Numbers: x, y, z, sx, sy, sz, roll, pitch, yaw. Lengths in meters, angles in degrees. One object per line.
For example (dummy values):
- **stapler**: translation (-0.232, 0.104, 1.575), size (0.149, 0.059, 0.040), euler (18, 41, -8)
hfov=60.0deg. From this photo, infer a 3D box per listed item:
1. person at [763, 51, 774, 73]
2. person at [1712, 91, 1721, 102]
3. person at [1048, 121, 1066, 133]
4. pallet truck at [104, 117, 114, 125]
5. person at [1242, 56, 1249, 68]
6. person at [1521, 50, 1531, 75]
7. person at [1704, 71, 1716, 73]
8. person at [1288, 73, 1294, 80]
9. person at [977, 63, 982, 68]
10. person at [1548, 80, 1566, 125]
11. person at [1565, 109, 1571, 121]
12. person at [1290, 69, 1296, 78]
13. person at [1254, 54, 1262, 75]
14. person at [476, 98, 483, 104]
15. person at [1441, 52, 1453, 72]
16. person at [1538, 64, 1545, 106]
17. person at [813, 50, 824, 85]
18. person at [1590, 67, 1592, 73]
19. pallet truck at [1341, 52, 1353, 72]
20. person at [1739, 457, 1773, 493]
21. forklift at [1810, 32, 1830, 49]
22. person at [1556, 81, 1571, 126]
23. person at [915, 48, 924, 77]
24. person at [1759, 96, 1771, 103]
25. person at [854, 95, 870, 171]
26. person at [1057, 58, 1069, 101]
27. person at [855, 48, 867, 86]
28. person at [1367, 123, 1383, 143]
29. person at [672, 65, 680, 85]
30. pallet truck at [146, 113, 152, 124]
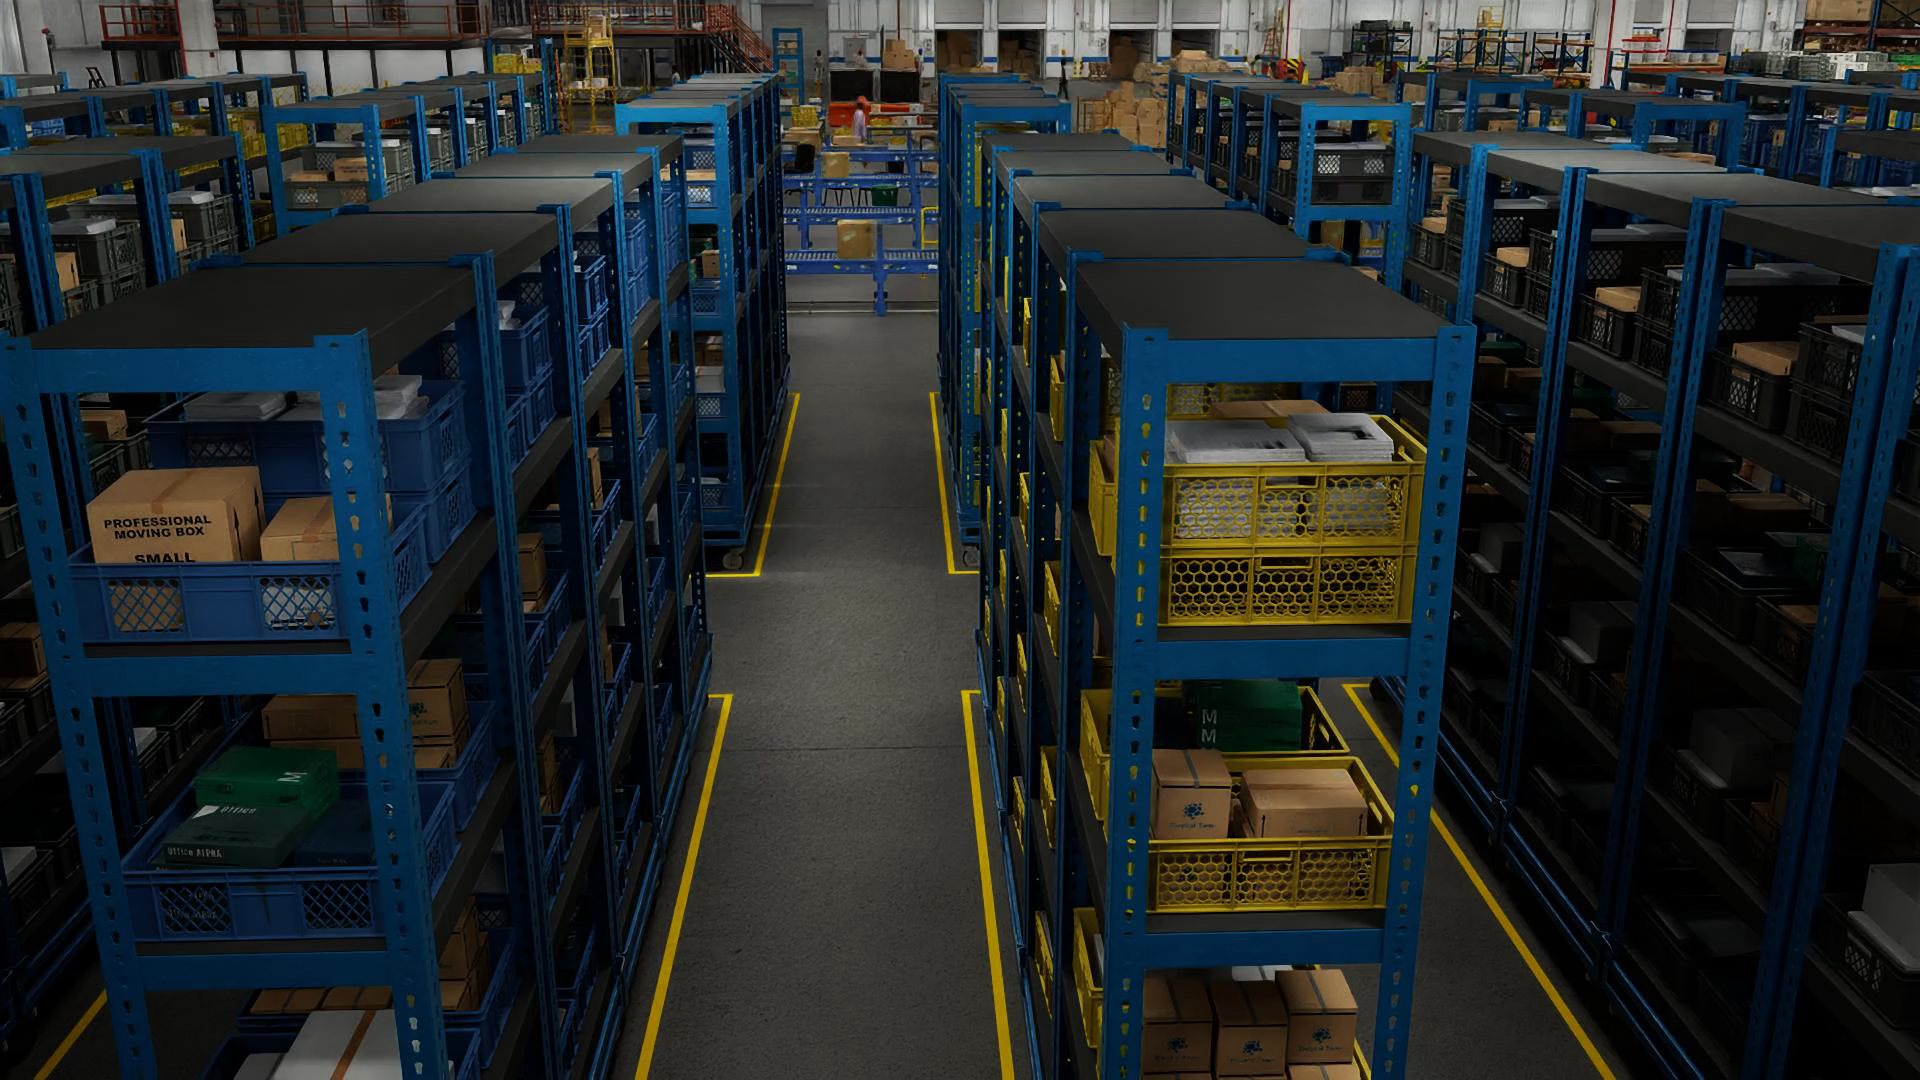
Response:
- **person**: translation (-9.872, -24.215, 85.708), size (0.545, 1.938, 0.362), euler (3, 18, 8)
- **person**: translation (22.341, -12.448, 49.355), size (0.548, 1.908, 0.828), euler (2, 18, 7)
- **person**: translation (2.484, -9.964, 41.685), size (0.759, 1.883, 0.456), euler (-14, 23, -37)
- **pallet truck**: translation (-18.367, -7.885, 35.078), size (1.885, 1.965, 0.823), euler (1, 18, 2)
- **person**: translation (13.819, -22.510, 80.587), size (0.817, 1.843, 0.526), euler (15, 23, 39)
- **person**: translation (29.874, -24.818, 87.612), size (0.695, 1.904, 0.628), euler (-14, 23, -37)
- **person**: translation (31.171, -18.937, 69.428), size (0.659, 1.896, 0.961), euler (8, 20, 24)
- **person**: translation (11.690, -15.664, 59.274), size (0.556, 1.919, 0.577), euler (7, 19, 20)
- **person**: translation (0.934, -20.500, 74.577), size (0.498, 1.714, 0.775), euler (15, 23, 39)
- **person**: translation (19.794, -14.225, 54.895), size (0.984, 1.885, 0.553), euler (13, 22, 35)
- **person**: translation (19.662, -13.755, 53.854), size (0.550, 1.608, 0.515), euler (7, 19, 21)
- **person**: translation (12.392, -16.550, 61.963), size (0.617, 1.946, 0.645), euler (3, 18, 9)
- **person**: translation (15.009, -23.575, 83.912), size (0.452, 1.826, 0.621), euler (2, 18, 7)
- **person**: translation (-17.350, -15.995, 60.427), size (0.511, 1.838, 0.335), euler (-15, 23, -39)
- **person**: translation (24.680, -23.779, 84.377), size (0.594, 1.922, 0.384), euler (4, 18, 13)
- **person**: translation (24.106, -18.829, 69.170), size (0.509, 1.860, 0.334), euler (-17, 24, -42)
- **person**: translation (-7.676, -25.701, 90.483), size (0.623, 1.835, 0.431), euler (-12, 21, -32)
- **person**: translation (30.317, -22.211, 79.342), size (0.537, 2.000, 0.682), euler (10, 20, 28)
- **pallet truck**: translation (18.794, -23.123, 82.231), size (0.823, 1.965, 1.885), euler (-13, 22, -35)
- **person**: translation (6.097, -0.656, 12.710), size (0.381, 1.994, 0.620), euler (12, 21, 33)
- **forklift**: translation (45.954, -25.830, 89.194), size (1.129, 2.768, 1.873), euler (-1, 18, -2)
- **person**: translation (21.799, -15.642, 59.711), size (0.543, 1.588, 0.845), euler (-16, 24, -41)
- **person**: translation (-2.161, -25.621, 90.071), size (0.409, 1.935, 0.606), euler (16, 24, 40)
- **person**: translation (32.687, -18.292, 67.410), size (0.477, 1.924, 0.646), euler (7, 19, 20)
- **person**: translation (-2.657, -10.489, 43.109), size (0.815, 2.024, 0.630), euler (0, 18, 1)
- **person**: translation (4.574, -20.827, 75.311), size (0.851, 1.889, 0.595), euler (2, 18, 7)
- **person**: translation (-5.292, -25.270, 88.905), size (0.635, 1.976, 0.557), euler (2, 18, 5)
- **person**: translation (9.068, -8.204, 36.407), size (0.892, 1.794, 0.588), euler (12, 21, 33)
- **person**: translation (-11.313, -17.978, 66.436), size (0.396, 1.919, 0.590), euler (0, 18, 1)
- **pallet truck**: translation (-18.087, -8.309, 36.390), size (1.885, 1.965, 0.823), euler (-1, 18, -4)
